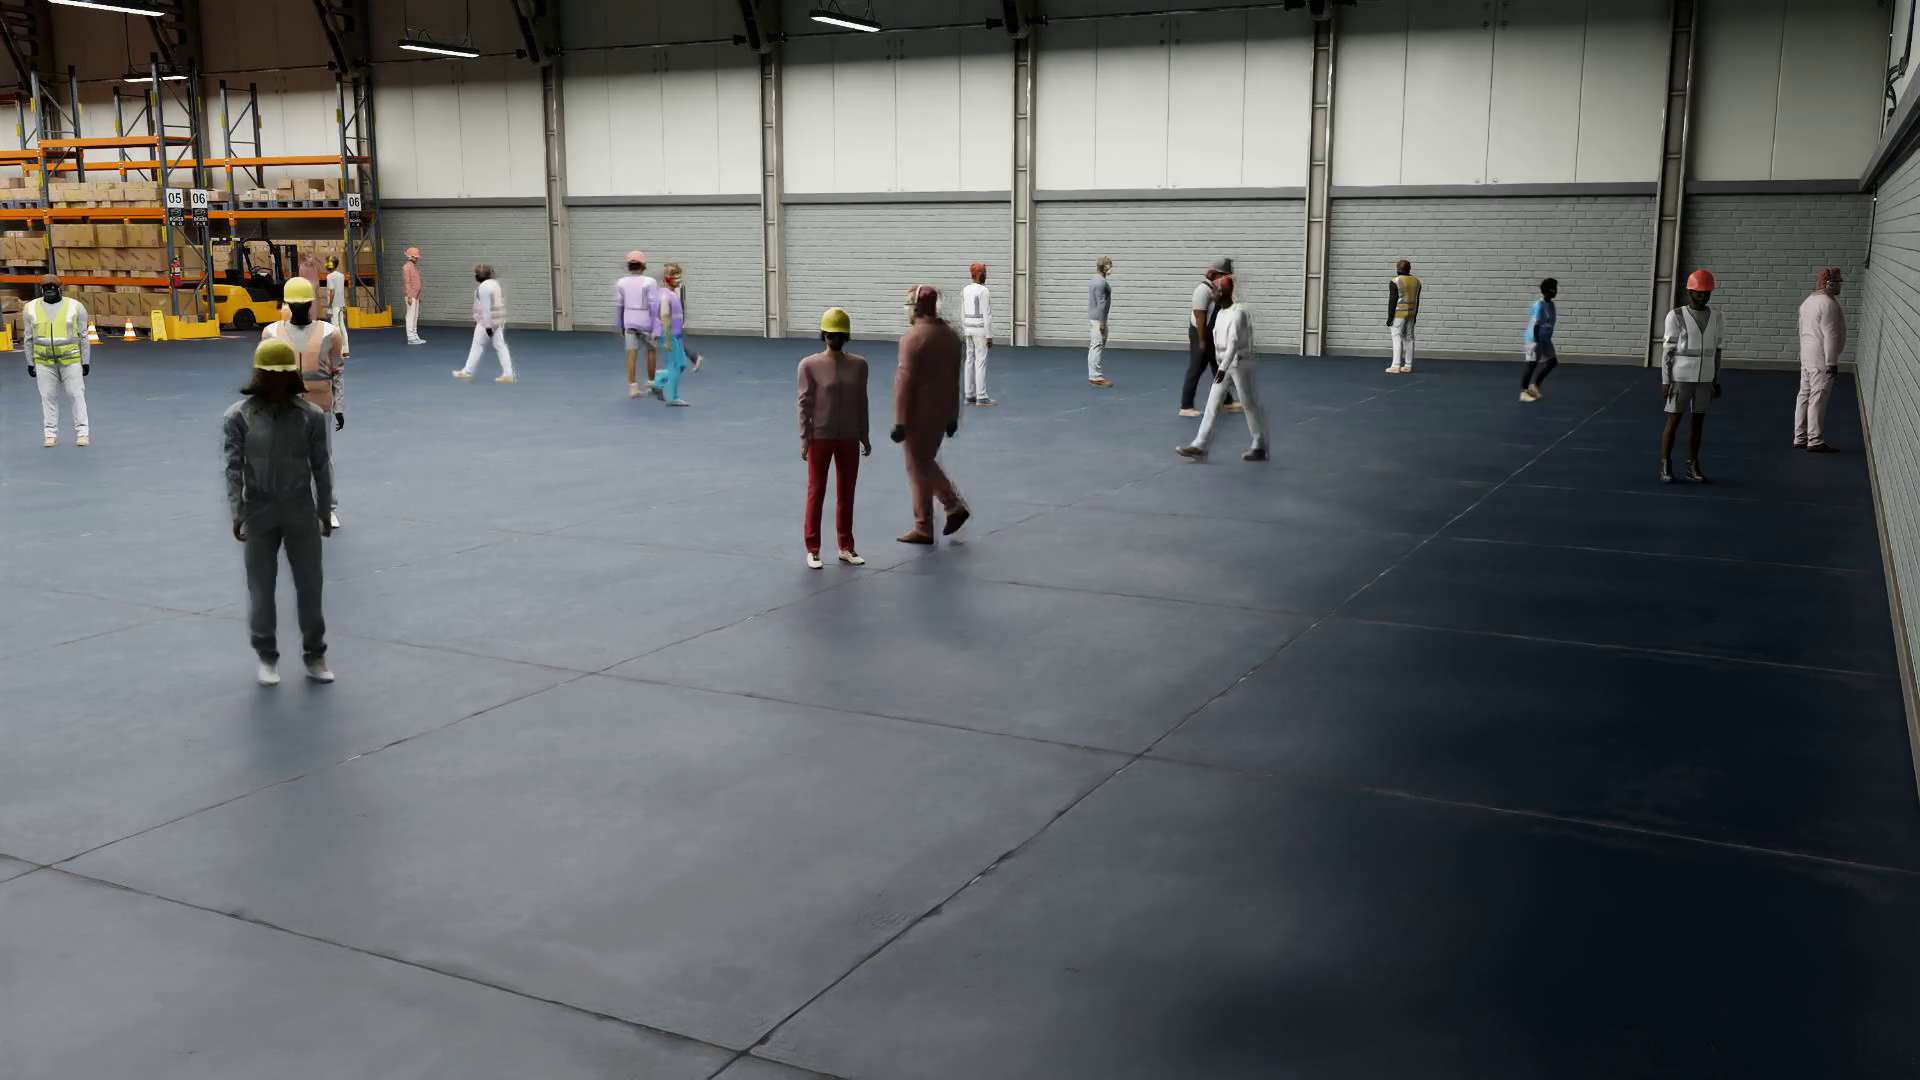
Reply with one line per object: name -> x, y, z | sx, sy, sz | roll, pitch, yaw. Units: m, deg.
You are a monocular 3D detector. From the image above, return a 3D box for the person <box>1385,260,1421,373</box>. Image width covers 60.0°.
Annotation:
person -> 7.224, -3.653, 27.208 | 0.624, 1.844, 0.430 | -6, 12, -28

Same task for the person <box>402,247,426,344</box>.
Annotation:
person -> -11.291, -5.037, 34.360 | 0.392, 1.986, 0.609 | 0, 10, -1

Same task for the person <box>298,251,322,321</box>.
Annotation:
person -> -14.923, -5.683, 38.143 | 0.572, 1.890, 0.669 | 0, 10, -3

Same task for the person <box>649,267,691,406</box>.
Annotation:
person -> -3.809, -2.663, 21.829 | 0.469, 1.826, 0.593 | 0, 10, 0

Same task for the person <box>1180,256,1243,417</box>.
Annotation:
person -> 3.174, -2.571, 20.764 | 0.550, 2.000, 0.851 | 7, 12, 33

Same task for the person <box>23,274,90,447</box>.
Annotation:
person -> -9.586, -1.901, 17.681 | 0.630, 1.835, 0.429 | -3, 11, -17

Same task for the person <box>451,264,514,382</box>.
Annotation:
person -> -7.286, -3.294, 25.379 | 0.954, 1.794, 0.631 | 2, 11, 9

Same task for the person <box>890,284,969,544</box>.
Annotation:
person -> -0.258, -0.905, 12.102 | 0.443, 1.893, 0.651 | 6, 12, 28

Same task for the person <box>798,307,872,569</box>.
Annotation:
person -> -0.838, -0.686, 11.243 | 0.532, 1.765, 0.328 | -6, 12, -29

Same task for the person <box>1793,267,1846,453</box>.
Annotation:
person -> 8.973, -1.870, 17.303 | 0.405, 1.911, 0.636 | 1, 10, 4

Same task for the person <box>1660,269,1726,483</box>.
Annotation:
person -> 6.632, -1.469, 15.038 | 0.552, 1.935, 0.373 | 0, 10, -3

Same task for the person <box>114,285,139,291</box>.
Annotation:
person -> -20.393, -6.146, 40.681 | 0.437, 1.892, 0.650 | 10, 14, 43

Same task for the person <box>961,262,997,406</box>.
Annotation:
person -> 0.241, -2.717, 22.000 | 0.356, 1.880, 0.574 | -7, 13, -35

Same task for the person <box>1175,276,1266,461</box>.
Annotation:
person -> 2.649, -1.685, 16.487 | 0.954, 1.832, 0.599 | -4, 11, -19

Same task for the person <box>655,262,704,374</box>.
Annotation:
person -> -4.543, -3.564, 26.795 | 0.798, 1.822, 0.517 | 2, 11, 9

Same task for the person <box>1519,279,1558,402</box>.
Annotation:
person -> 7.807, -2.683, 22.404 | 0.430, 1.666, 0.545 | 9, 14, 41

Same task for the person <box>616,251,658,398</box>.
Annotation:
person -> -4.442, -2.998, 23.145 | 0.629, 2.011, 0.861 | 2, 11, 13

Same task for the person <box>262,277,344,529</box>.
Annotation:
person -> -4.994, -1.033, 12.689 | 0.587, 1.927, 0.365 | -3, 11, -16

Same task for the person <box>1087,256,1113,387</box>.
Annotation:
person -> 2.085, -3.245, 24.735 | 0.378, 1.934, 0.629 | 0, 10, -2

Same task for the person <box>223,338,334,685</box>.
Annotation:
person -> -3.385, -0.136, 8.304 | 0.500, 1.737, 0.359 | -6, 12, -29

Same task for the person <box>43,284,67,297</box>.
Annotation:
person -> -21.985, -5.929, 40.290 | 0.835, 1.596, 0.524 | 5, 11, 25

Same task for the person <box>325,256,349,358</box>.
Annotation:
person -> -11.399, -4.242, 30.345 | 0.313, 1.869, 0.538 | 2, 11, 9

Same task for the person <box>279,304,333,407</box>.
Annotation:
person -> -8.291, -2.423, 20.989 | 0.849, 1.649, 0.547 | 2, 11, 9
